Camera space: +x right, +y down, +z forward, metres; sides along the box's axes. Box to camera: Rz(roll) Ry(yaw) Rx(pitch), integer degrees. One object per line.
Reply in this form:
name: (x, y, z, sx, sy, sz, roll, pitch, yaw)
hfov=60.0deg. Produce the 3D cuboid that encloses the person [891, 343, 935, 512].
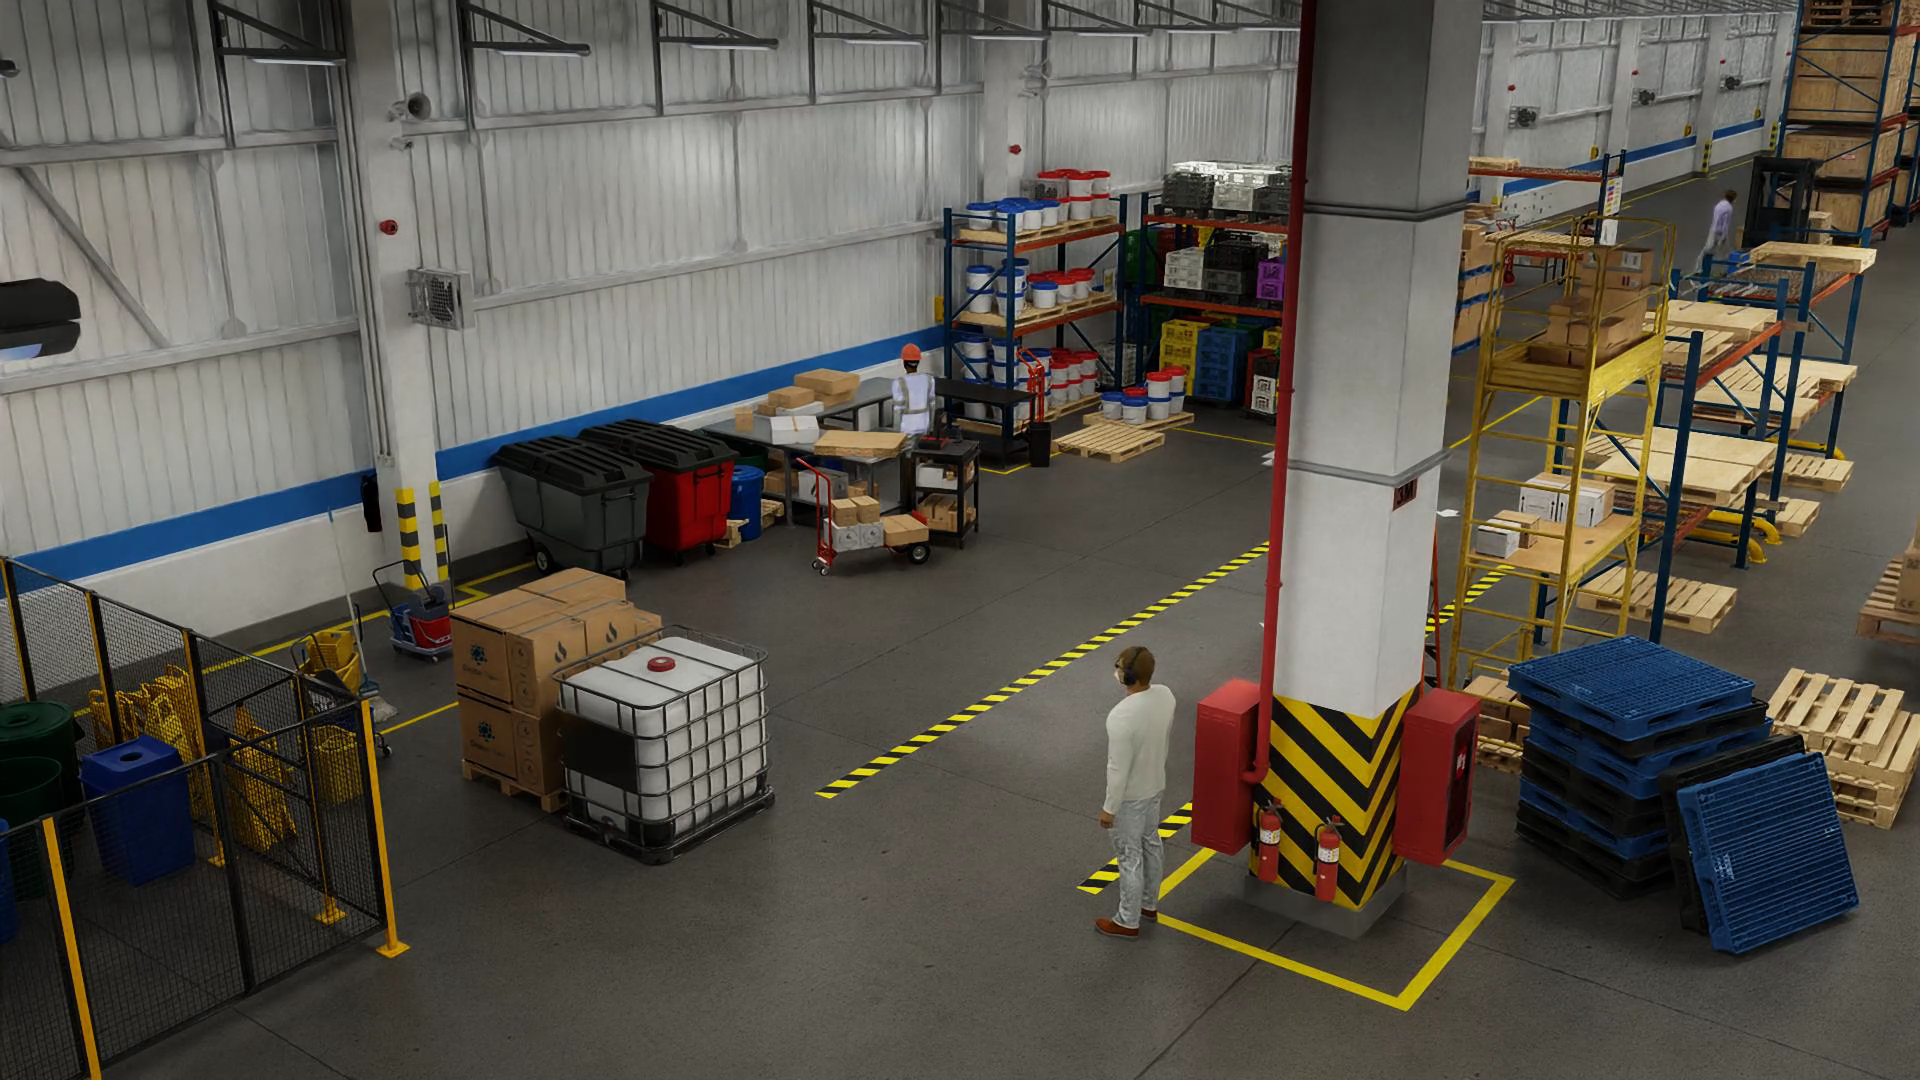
person: (-0.550, -1.287, 19.049, 0.547, 1.938, 0.379, -10, 21, -29)

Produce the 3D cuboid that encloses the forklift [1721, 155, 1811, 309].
forklift: (15.416, -5.871, 31.589, 1.129, 2.768, 1.873, 13, 22, 34)

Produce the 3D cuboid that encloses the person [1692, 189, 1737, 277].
person: (15.921, -6.410, 34.854, 1.063, 1.872, 0.747, -1, 18, -4)

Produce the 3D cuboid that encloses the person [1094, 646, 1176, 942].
person: (1.077, 1.561, 10.333, 0.373, 1.940, 0.629, 13, 22, 34)
